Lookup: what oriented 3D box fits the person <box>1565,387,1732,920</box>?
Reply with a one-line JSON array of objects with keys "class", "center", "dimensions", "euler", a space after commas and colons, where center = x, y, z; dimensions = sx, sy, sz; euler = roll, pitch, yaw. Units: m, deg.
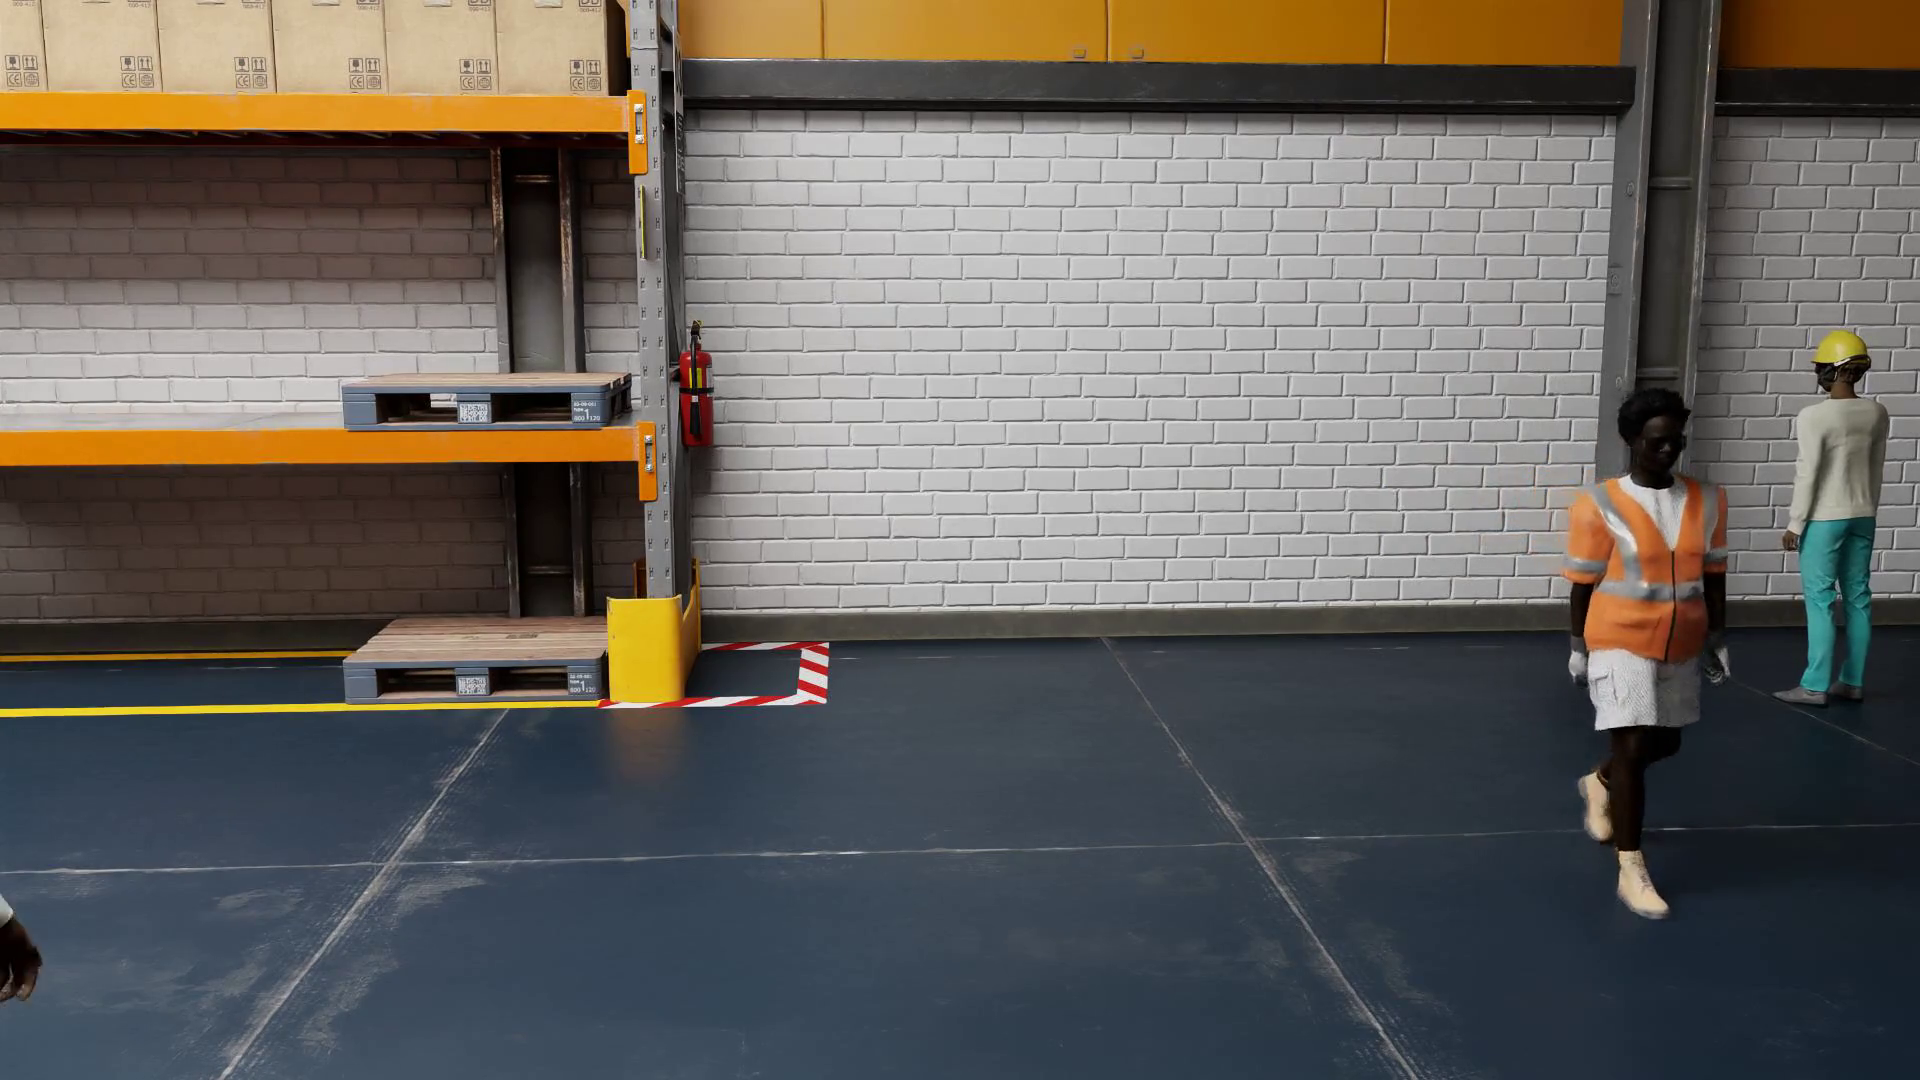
[{"class": "person", "center": [2.216, 0.322, 5.485], "dimensions": [0.529, 1.672, 0.733], "euler": [-1, 9, -9]}]

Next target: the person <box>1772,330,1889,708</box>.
[{"class": "person", "center": [4.086, -0.094, 7.806], "dimensions": [0.526, 1.769, 0.330], "euler": [-3, 10, -20]}]

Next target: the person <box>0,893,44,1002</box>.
[{"class": "person", "center": [-1.640, 0.633, 2.502], "dimensions": [0.922, 2.009, 0.613], "euler": [-1, 9, -4]}]
